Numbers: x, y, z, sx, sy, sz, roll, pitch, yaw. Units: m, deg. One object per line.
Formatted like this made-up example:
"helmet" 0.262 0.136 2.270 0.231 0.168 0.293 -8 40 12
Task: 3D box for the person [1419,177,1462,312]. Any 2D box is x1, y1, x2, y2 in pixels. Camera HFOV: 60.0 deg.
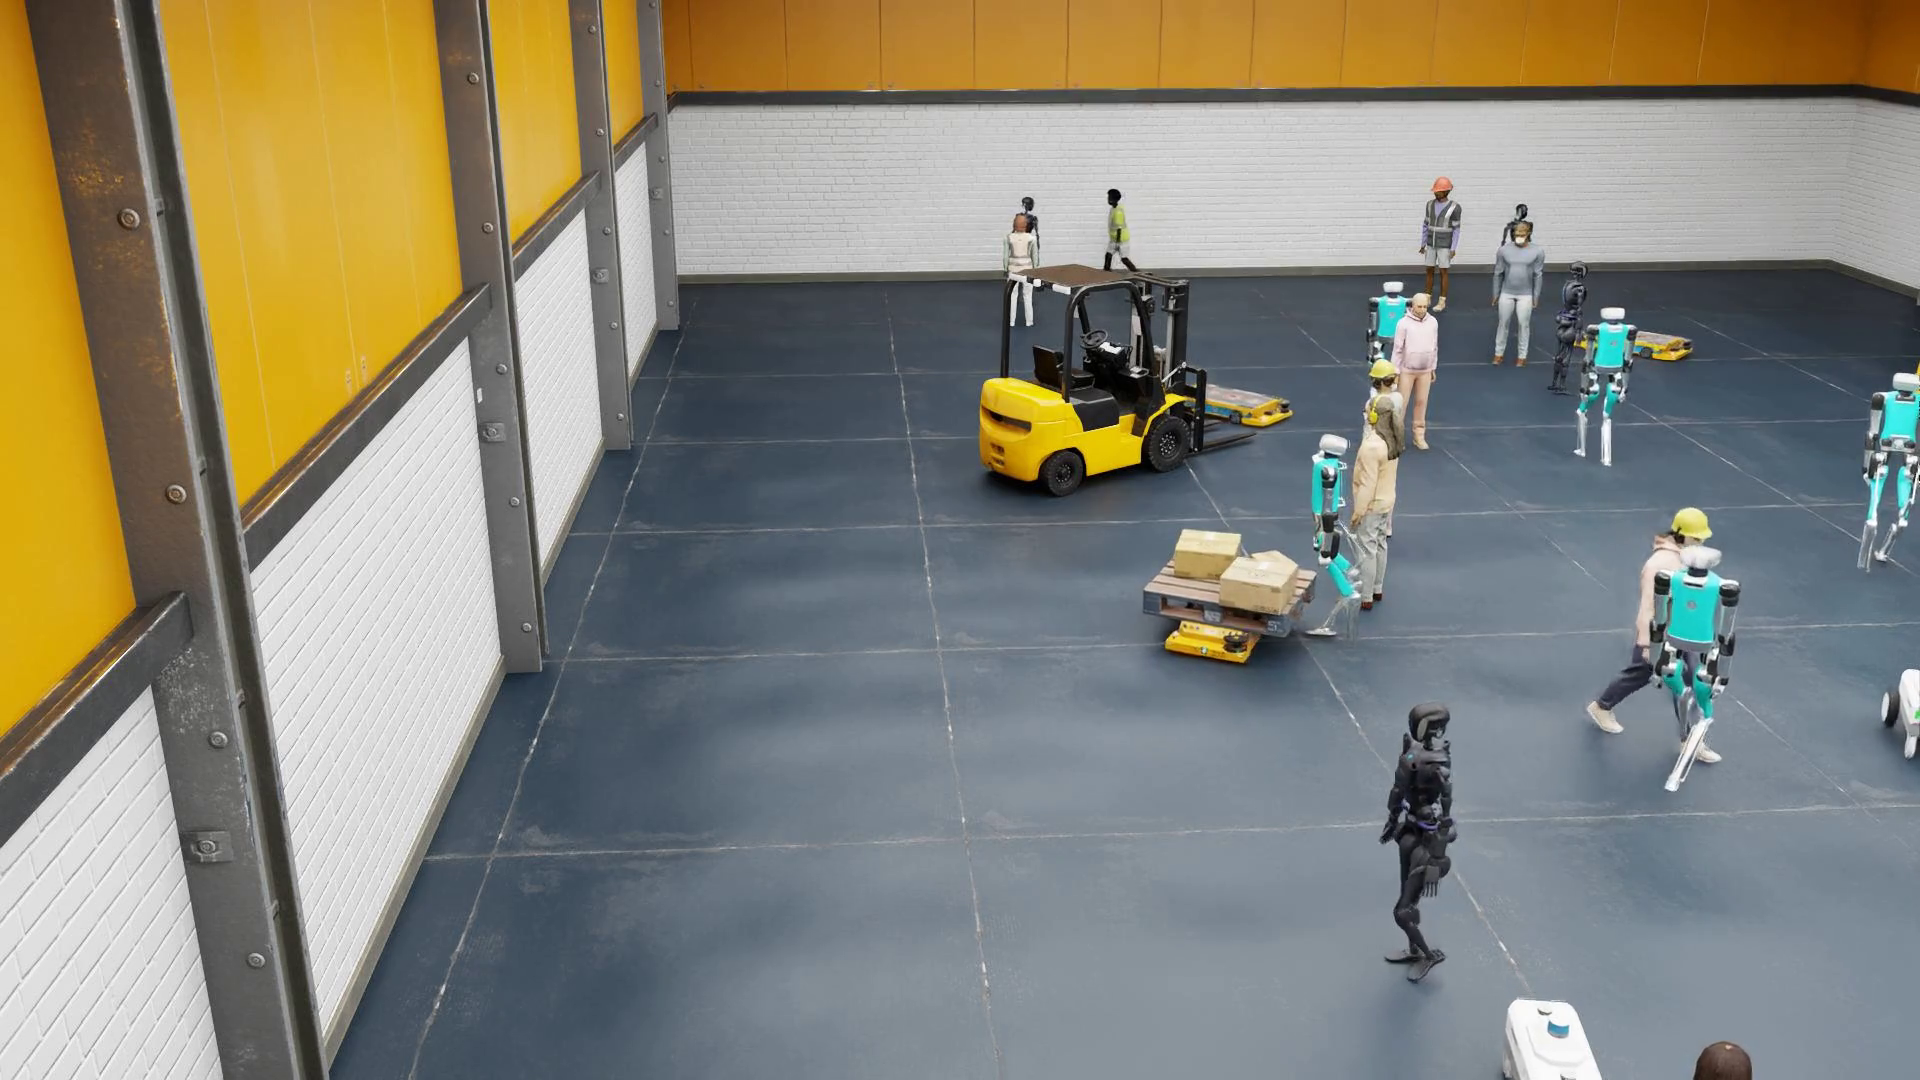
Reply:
"person" 7.274 -4.497 25.318 0.391 2.035 0.613 -17 26 -38

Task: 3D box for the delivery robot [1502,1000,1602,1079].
"delivery robot" 2.897 2.606 8.123 0.499 0.602 0.795 2 20 6

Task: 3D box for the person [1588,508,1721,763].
"person" 4.966 0.609 11.711 0.826 1.821 0.958 -14 24 -33

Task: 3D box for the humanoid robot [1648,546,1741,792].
"humanoid robot" 5.027 0.804 11.359 0.554 1.794 0.926 14 24 33

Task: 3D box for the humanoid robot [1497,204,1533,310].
"humanoid robot" 8.413 -4.274 25.229 0.610 1.645 0.381 -8 22 -21

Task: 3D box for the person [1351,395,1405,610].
"person" 3.534 -0.316 14.162 0.414 1.877 0.551 14 24 33

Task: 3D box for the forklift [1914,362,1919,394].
"forklift" 12.602 -2.435 19.475 2.313 2.155 1.214 -1 20 -4

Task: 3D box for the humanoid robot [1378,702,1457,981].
"humanoid robot" 2.529 1.637 9.122 0.343 1.646 0.601 -4 21 -11

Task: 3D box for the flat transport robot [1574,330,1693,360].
"flat transport robot" 9.330 -2.733 23.074 1.431 0.231 0.659 17 26 39

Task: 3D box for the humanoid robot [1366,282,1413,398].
"humanoid robot" 5.018 -2.203 19.538 0.557 1.781 0.873 4 21 11

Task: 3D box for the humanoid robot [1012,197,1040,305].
"humanoid robot" 0.966 -4.479 25.799 0.475 1.644 0.609 -18 27 -40

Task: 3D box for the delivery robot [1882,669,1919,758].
"delivery robot" 6.942 1.207 11.889 0.499 0.570 0.747 8 21 20

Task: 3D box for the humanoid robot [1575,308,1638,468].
"humanoid robot" 6.961 -1.716 18.173 0.551 1.767 0.815 1 20 3

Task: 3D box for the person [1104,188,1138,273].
"person" 2.606 -4.887 26.937 0.827 1.645 0.562 -5 21 -13

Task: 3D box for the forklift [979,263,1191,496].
"forklift" 1.315 -1.764 17.646 2.313 2.155 1.214 -14 24 -33

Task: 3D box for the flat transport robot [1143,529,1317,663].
"flat transport robot" 2.248 0.636 13.895 0.659 0.231 1.431 9 22 24

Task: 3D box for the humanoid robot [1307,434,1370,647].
"humanoid robot" 3.113 0.062 13.451 0.659 1.886 0.547 2 20 5

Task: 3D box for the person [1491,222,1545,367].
"person" 7.397 -3.263 22.119 0.625 1.929 0.344 8 22 22

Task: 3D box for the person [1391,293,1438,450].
"person" 5.064 -1.893 18.602 0.537 1.775 0.409 -4 21 -10

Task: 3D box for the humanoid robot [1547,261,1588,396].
"humanoid robot" 7.639 -2.669 20.834 0.315 1.657 0.599 1 20 2

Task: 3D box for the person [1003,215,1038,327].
"person" 0.884 -3.933 24.349 0.520 1.640 0.305 0 20 0

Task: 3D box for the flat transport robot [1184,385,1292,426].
"flat transport robot" 3.225 -1.635 20.081 1.431 0.231 0.659 17 26 38

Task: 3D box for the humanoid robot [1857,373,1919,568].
"humanoid robot" 8.464 -0.525 15.093 0.543 1.902 0.722 9 22 23

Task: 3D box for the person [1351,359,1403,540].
"person" 3.954 -0.841 15.752 0.530 1.763 0.331 -17 26 -38

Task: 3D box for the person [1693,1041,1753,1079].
"person" 2.721 2.663 6.206 0.470 1.765 0.365 13 24 31
